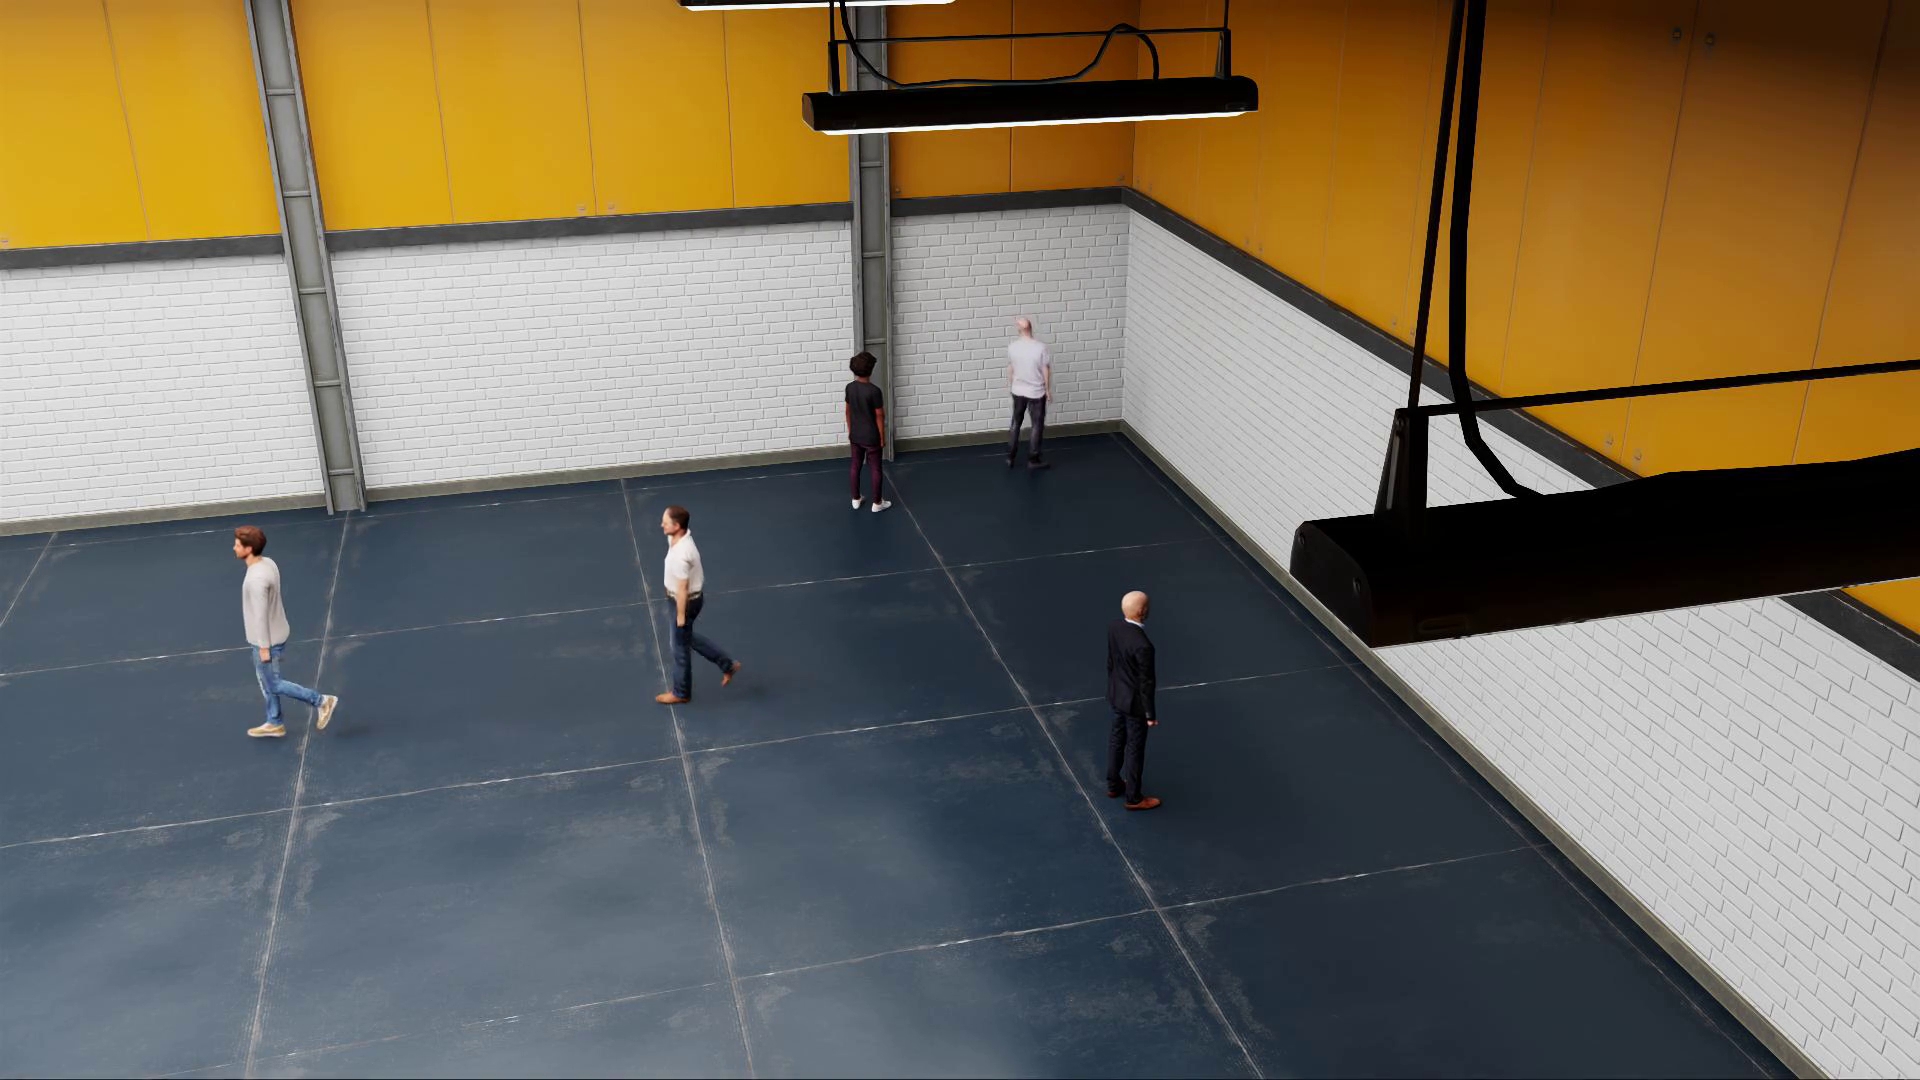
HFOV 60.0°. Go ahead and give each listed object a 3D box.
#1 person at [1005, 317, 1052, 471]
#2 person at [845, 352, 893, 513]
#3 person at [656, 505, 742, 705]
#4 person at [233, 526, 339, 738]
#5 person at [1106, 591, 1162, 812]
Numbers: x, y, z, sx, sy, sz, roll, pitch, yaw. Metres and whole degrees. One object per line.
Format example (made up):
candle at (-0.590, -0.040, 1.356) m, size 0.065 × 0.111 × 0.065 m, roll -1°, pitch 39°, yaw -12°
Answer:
person at (0.809, -1.695, 19.278) m, size 0.808 × 1.820 × 0.870 m, roll 22°, pitch 32°, yaw 40°
person at (-1.036, -1.187, 18.159) m, size 0.717 × 1.784 × 0.781 m, roll 12°, pitch 26°, yaw 26°
person at (-2.249, 0.542, 14.132) m, size 1.032 × 1.842 × 0.785 m, roll -2°, pitch 24°, yaw -4°
person at (-5.548, 0.780, 13.536) m, size 0.949 × 1.884 × 0.666 m, roll -6°, pitch 24°, yaw -14°
person at (1.299, 1.207, 12.662) m, size 0.678 × 1.800 × 0.734 m, roll -13°, pitch 27°, yaw -27°
